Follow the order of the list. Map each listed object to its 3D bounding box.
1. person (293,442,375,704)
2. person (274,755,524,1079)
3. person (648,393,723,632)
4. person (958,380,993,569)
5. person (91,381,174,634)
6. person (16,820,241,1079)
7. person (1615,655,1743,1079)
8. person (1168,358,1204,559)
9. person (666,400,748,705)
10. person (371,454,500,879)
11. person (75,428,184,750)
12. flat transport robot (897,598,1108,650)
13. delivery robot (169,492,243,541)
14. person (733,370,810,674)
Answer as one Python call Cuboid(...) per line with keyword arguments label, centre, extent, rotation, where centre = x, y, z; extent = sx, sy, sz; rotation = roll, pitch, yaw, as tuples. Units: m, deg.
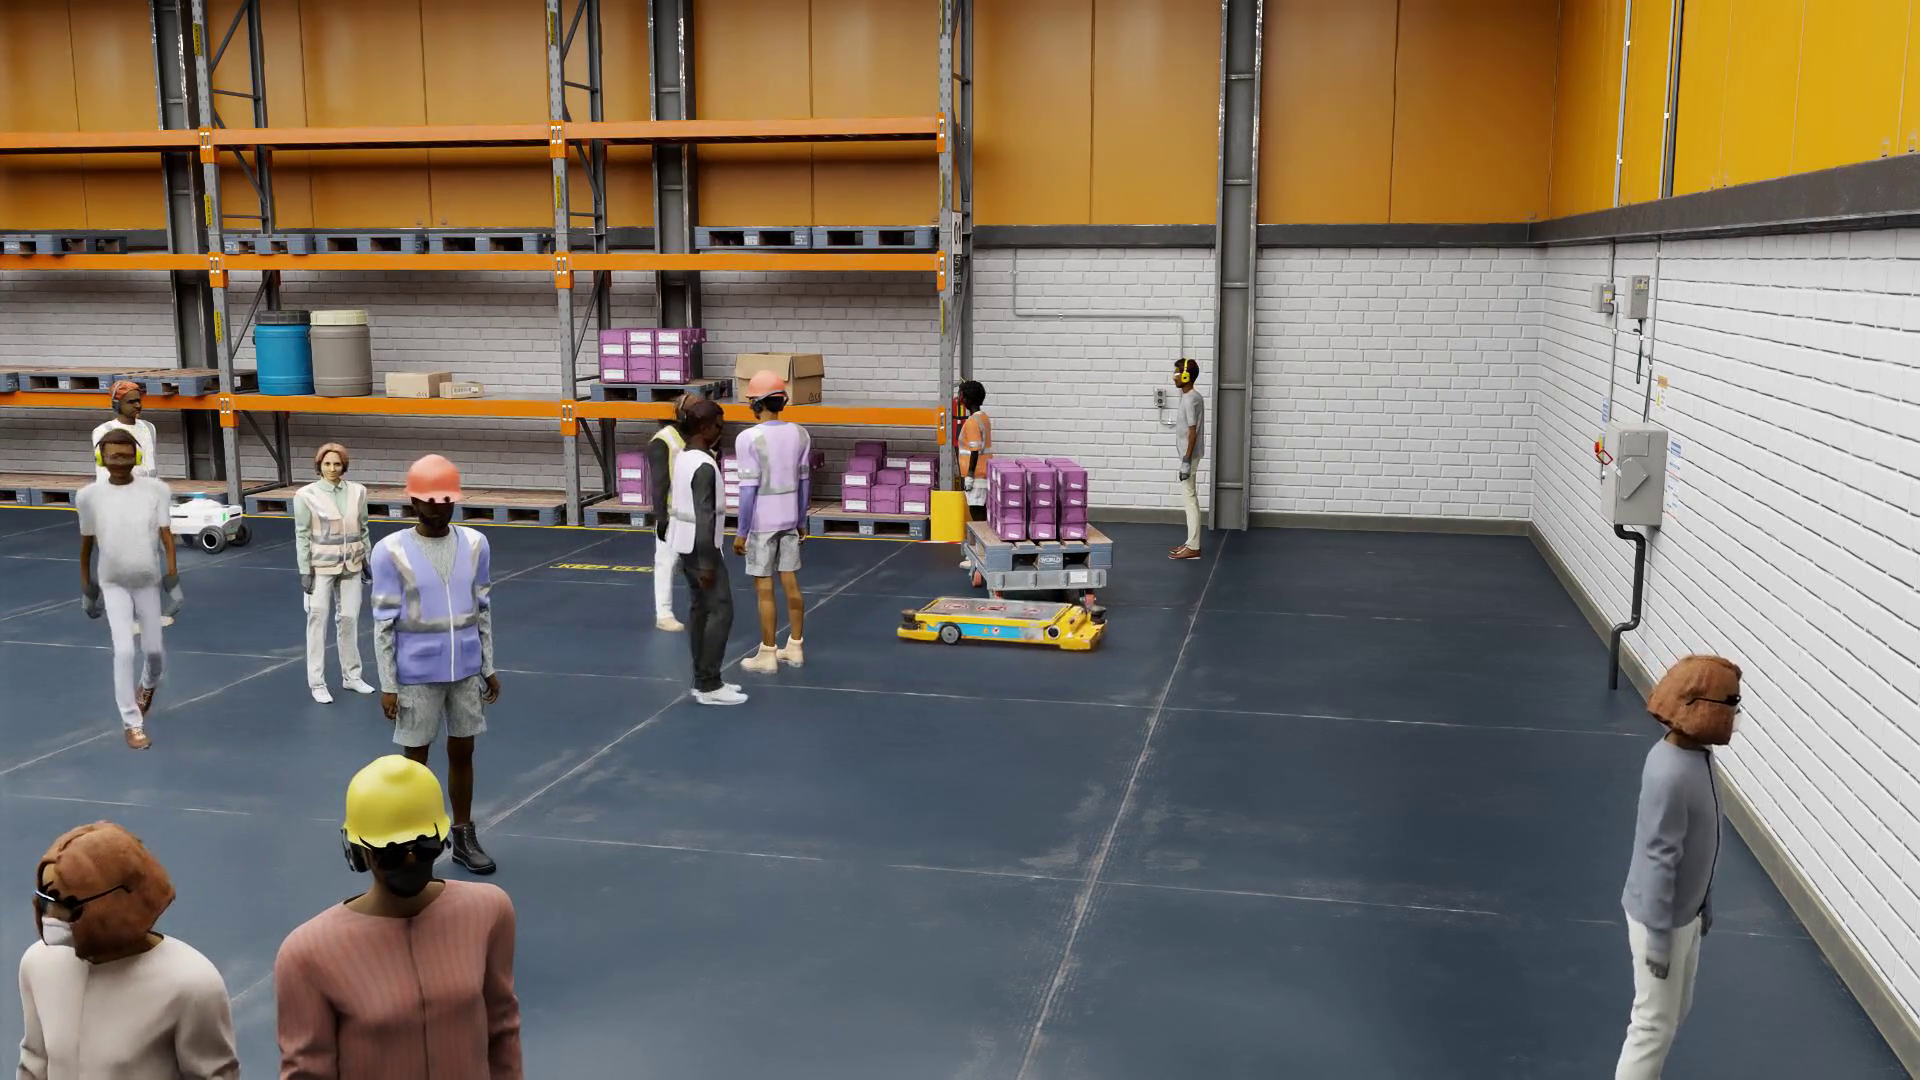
Cuboid(label="person", centre=(-3.952, 0.199, 10.527), extent=(0.314, 1.636, 0.515), rotation=(7, 12, 37))
Cuboid(label="person", centre=(-1.161, 1.325, 3.554), extent=(0.533, 1.740, 0.310), rotation=(-8, 13, -41))
Cuboid(label="person", centre=(-2.035, -0.187, 12.339), extent=(0.676, 1.806, 0.631), rotation=(9, 13, 43))
Cuboid(label="person", centre=(0.140, -0.591, 15.009), extent=(0.317, 1.698, 0.540), rotation=(2, 10, 12))
Cuboid(label="person", centre=(-6.186, -0.249, 12.441), extent=(0.339, 1.882, 0.584), rotation=(2, 10, 14))
Cuboid(label="person", centre=(-1.762, 1.381, 3.535), extent=(0.506, 1.631, 0.277), rotation=(2, 10, 13))
Cuboid(label="person", centre=(2.156, 1.136, 5.017), extent=(0.283, 1.627, 0.499), rotation=(7, 12, 35))
Cuboid(label="person", centre=(2.113, -0.747, 15.464), extent=(0.310, 1.859, 0.534), rotation=(2, 10, 12))
Cuboid(label="person", centre=(-1.602, 0.075, 10.458), extent=(0.457, 1.914, 0.606), rotation=(-4, 10, -22))
Cuboid(label="person", centre=(-2.304, 0.578, 7.394), extent=(0.552, 1.932, 0.377), rotation=(-8, 13, -41))
Cuboid(label="person", centre=(-4.817, 0.244, 9.669), extent=(0.526, 1.838, 0.751), rotation=(-6, 11, -31))
Cuboid(label="flat transport robot", centre=(0.319, 0.598, 12.196), extent=(1.431, 0.197, 0.652), rotation=(3, 10, 16))
Cuboid(label="delivery robot", centre=(-7.253, -0.216, 15.900), extent=(0.707, 0.478, 0.477), rotation=(2, 10, 8))
Cuboid(label="person", centre=(-1.288, -0.121, 11.212), extent=(0.381, 2.041, 0.616), rotation=(8, 13, 41))
